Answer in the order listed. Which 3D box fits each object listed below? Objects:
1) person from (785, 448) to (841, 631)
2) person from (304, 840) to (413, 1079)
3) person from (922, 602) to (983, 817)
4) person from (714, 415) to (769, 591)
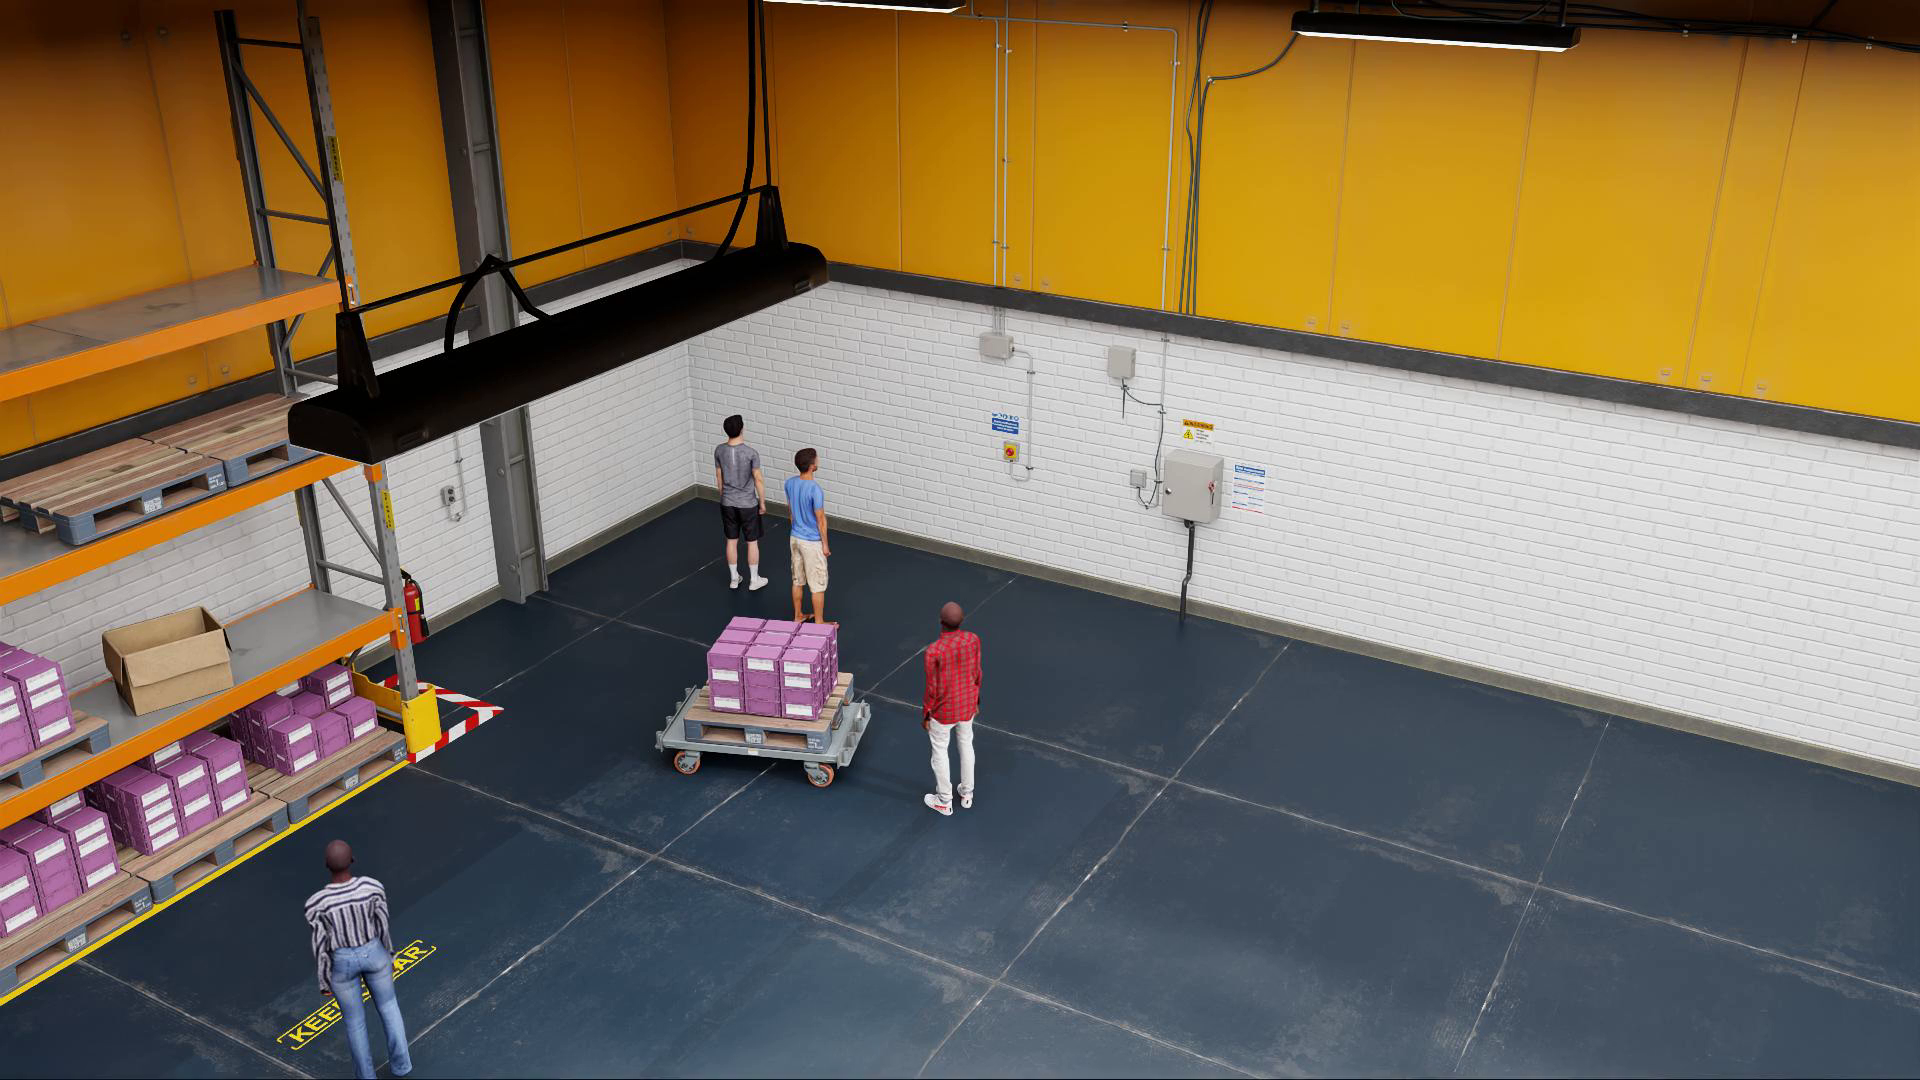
[{"bbox_3d":[-1.463,0.000,15.990,0.683,1.864,0.625,19,30,36],"label":"person"},{"bbox_3d":[-3.655,2.603,10.121,0.634,1.794,0.757,-15,28,-30],"label":"person"},{"bbox_3d":[-0.058,1.301,13.068,0.708,1.820,0.816,-12,26,-26],"label":"person"},{"bbox_3d":[-2.237,-0.383,16.856,0.709,1.871,0.646,6,24,14],"label":"person"}]
